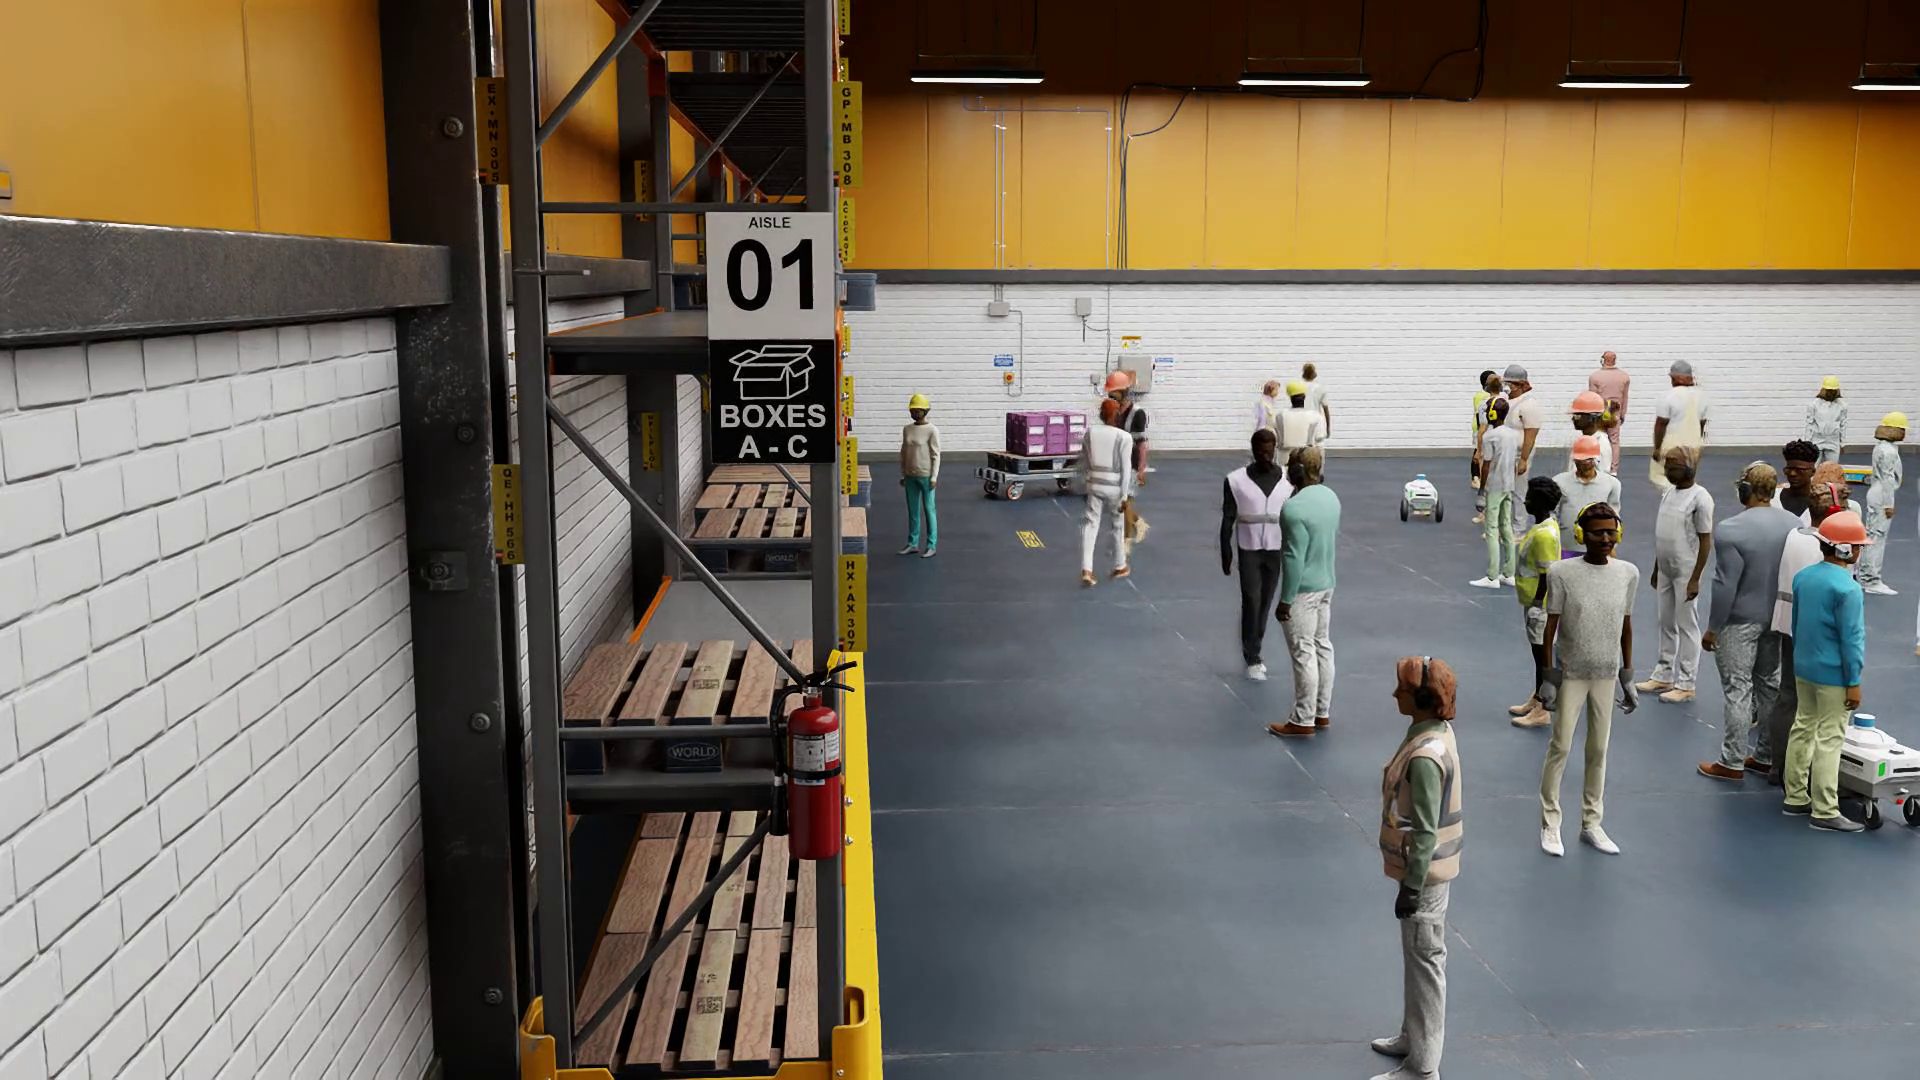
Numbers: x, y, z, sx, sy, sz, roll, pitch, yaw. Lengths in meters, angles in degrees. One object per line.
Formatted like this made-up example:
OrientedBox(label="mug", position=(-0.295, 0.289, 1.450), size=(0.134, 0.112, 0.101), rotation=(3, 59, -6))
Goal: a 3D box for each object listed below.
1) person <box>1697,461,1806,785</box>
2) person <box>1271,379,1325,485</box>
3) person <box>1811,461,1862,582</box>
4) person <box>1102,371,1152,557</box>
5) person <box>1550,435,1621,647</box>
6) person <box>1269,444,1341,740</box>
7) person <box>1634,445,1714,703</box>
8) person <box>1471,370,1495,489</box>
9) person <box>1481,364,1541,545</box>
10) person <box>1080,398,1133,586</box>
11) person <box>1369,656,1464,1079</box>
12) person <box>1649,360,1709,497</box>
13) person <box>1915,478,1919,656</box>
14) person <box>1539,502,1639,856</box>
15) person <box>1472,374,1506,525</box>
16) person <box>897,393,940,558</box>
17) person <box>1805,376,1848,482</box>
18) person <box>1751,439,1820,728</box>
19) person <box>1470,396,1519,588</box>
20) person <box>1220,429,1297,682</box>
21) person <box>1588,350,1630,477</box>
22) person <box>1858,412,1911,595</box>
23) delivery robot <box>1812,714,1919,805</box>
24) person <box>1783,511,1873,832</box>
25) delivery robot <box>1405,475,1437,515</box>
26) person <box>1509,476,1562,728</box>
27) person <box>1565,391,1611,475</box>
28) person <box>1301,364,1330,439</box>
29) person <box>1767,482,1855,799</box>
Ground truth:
OrientedBox(label="person", position=(4.714, 0.494, 9.934), size=(0.627, 1.940, 0.372), rotation=(-3, 10, -20))
OrientedBox(label="person", position=(3.694, -0.815, 18.240), size=(0.603, 1.908, 0.544), rotation=(3, 9, 18))
OrientedBox(label="person", position=(6.562, 0.213, 12.652), size=(0.500, 1.633, 0.286), rotation=(7, 11, 36))
OrientedBox(label="person", position=(1.819, -0.832, 18.024), size=(0.681, 2.014, 0.650), rotation=(-7, 11, -37))
OrientedBox(label="person", position=(5.046, 0.020, 13.500), size=(0.573, 1.745, 0.339), rotation=(3, 10, 20))
OrientedBox(label="person", position=(2.264, 0.339, 10.909), size=(0.372, 1.939, 0.629), rotation=(7, 12, 38))
OrientedBox(label="person", position=(5.111, 0.240, 11.847), size=(0.343, 1.839, 0.506), rotation=(-2, 9, -12))
OrientedBox(label="person", position=(7.448, -1.567, 23.635), size=(0.318, 1.697, 0.533), rotation=(6, 11, 35))
OrientedBox(label="person", position=(6.195, -0.966, 18.779), size=(0.538, 2.000, 0.684), rotation=(-2, 9, -12))
OrientedBox(label="person", position=(1.409, -0.478, 16.378), size=(0.596, 1.844, 1.003), rotation=(5, 10, 28))
OrientedBox(label="person", position=(1.717, 1.235, 6.217), size=(0.307, 1.641, 0.514), rotation=(3, 9, 16))
OrientedBox(label="person", position=(8.619, -1.160, 19.998), size=(0.694, 2.000, 0.598), rotation=(-3, 10, -20))
OrientedBox(label="person", position=(7.835, 0.048, 13.070), size=(0.430, 1.836, 0.626), rotation=(-4, 10, -26))
OrientedBox(label="person", position=(3.295, 0.723, 8.707), size=(0.515, 1.873, 0.329), rotation=(-1, 9, -4))
OrientedBox(label="person", position=(6.478, -1.095, 20.208), size=(0.515, 1.841, 0.326), rotation=(-3, 10, -20))
OrientedBox(label="person", position=(-0.442, -0.694, 17.926), size=(0.525, 1.772, 0.307), rotation=(7, 12, 38))
OrientedBox(label="person", position=(11.142, -1.235, 21.408), size=(0.492, 1.741, 0.319), rotation=(2, 9, 12))
OrientedBox(label="person", position=(5.502, 0.308, 11.014), size=(0.600, 1.967, 0.367), rotation=(8, 12, 40))
OrientedBox(label="person", position=(5.229, -0.463, 16.208), size=(0.501, 1.861, 0.334), rotation=(-7, 11, -36))
OrientedBox(label="person", position=(2.296, 0.117, 12.495), size=(0.591, 1.881, 0.863), rotation=(-1, 9, -8))
OrientedBox(label="person", position=(9.704, -1.891, 25.014), size=(0.646, 1.908, 0.408), rotation=(-1, 9, -8))
OrientedBox(label="person", position=(8.850, -0.357, 15.907), size=(0.313, 1.738, 0.483), rotation=(3, 10, 18))
OrientedBox(label="delivery robot", position=(5.084, 1.226, 9.378), size=(0.477, 0.478, 0.707), rotation=(-2, 9, -11))
OrientedBox(label="person", position=(4.786, 0.712, 9.143), size=(0.325, 1.752, 0.559), rotation=(-1, 9, -4))
OrientedBox(label="delivery robot", position=(5.726, -0.570, 20.650), size=(0.477, 0.478, 0.707), rotation=(2, 9, 11))
OrientedBox(label="person", position=(3.891, 0.414, 11.191), size=(0.321, 1.697, 0.530), rotation=(3, 10, 18))
OrientedBox(label="person", position=(5.363, -0.256, 14.316), size=(0.379, 2.044, 0.607), rotation=(0, 9, 1))
OrientedBox(label="person", position=(4.971, -1.609, 23.622), size=(0.545, 1.791, 1.011), rotation=(3, 10, 19))
OrientedBox(label="person", position=(4.961, 0.579, 9.689), size=(0.383, 1.845, 0.570), rotation=(-2, 9, -11))
